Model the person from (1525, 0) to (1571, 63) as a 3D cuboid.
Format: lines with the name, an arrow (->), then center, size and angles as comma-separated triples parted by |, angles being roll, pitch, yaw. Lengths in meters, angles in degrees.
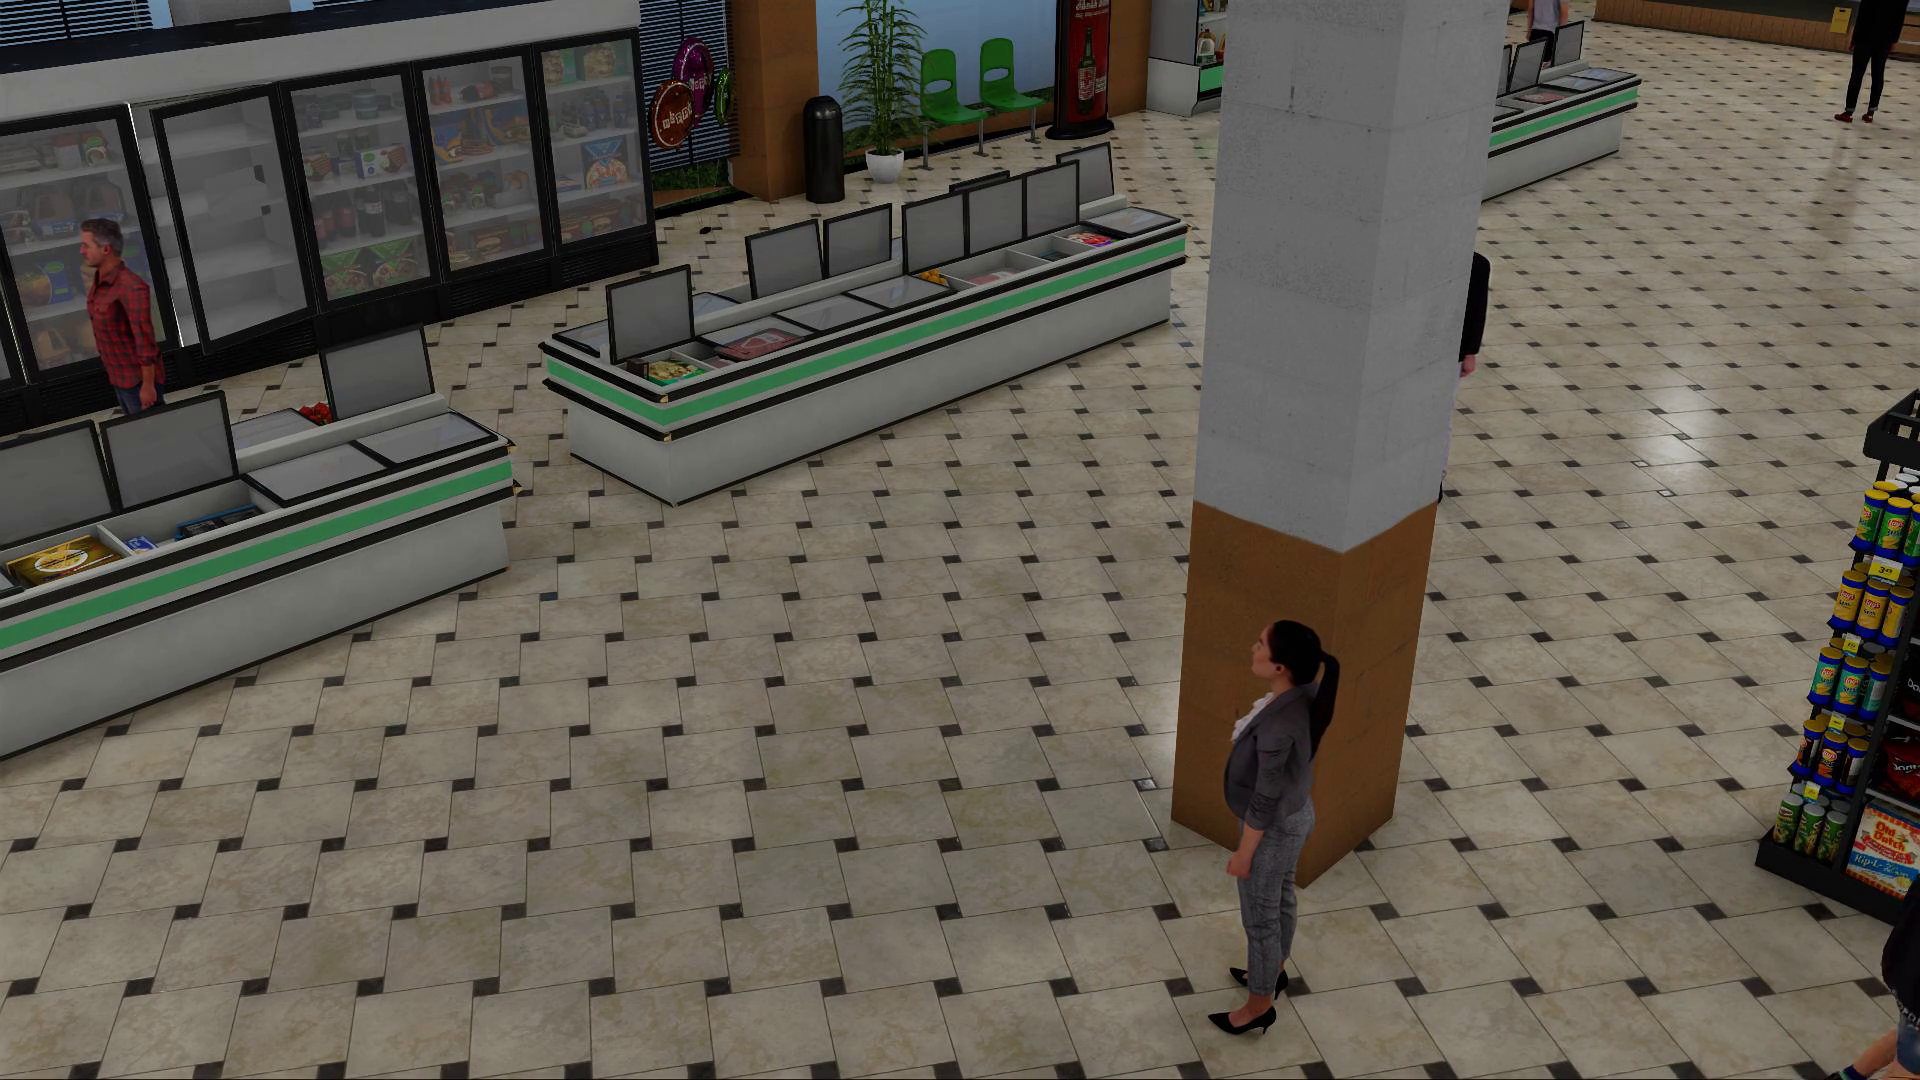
person -> 6.740, -5.826, 19.157 | 0.592, 1.862, 0.708 | -17, 32, -31

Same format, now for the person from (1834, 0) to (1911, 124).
person -> 10.401, -5.677, 18.913 | 0.784, 1.818, 0.832 | 1, 27, 3

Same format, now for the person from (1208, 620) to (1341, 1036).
person -> 1.104, 1.021, 5.859 | 0.752, 1.679, 0.635 | 13, 30, 24

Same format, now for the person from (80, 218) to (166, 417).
person -> -4.757, -0.966, 9.609 | 0.546, 1.830, 0.701 | -22, 34, -36
